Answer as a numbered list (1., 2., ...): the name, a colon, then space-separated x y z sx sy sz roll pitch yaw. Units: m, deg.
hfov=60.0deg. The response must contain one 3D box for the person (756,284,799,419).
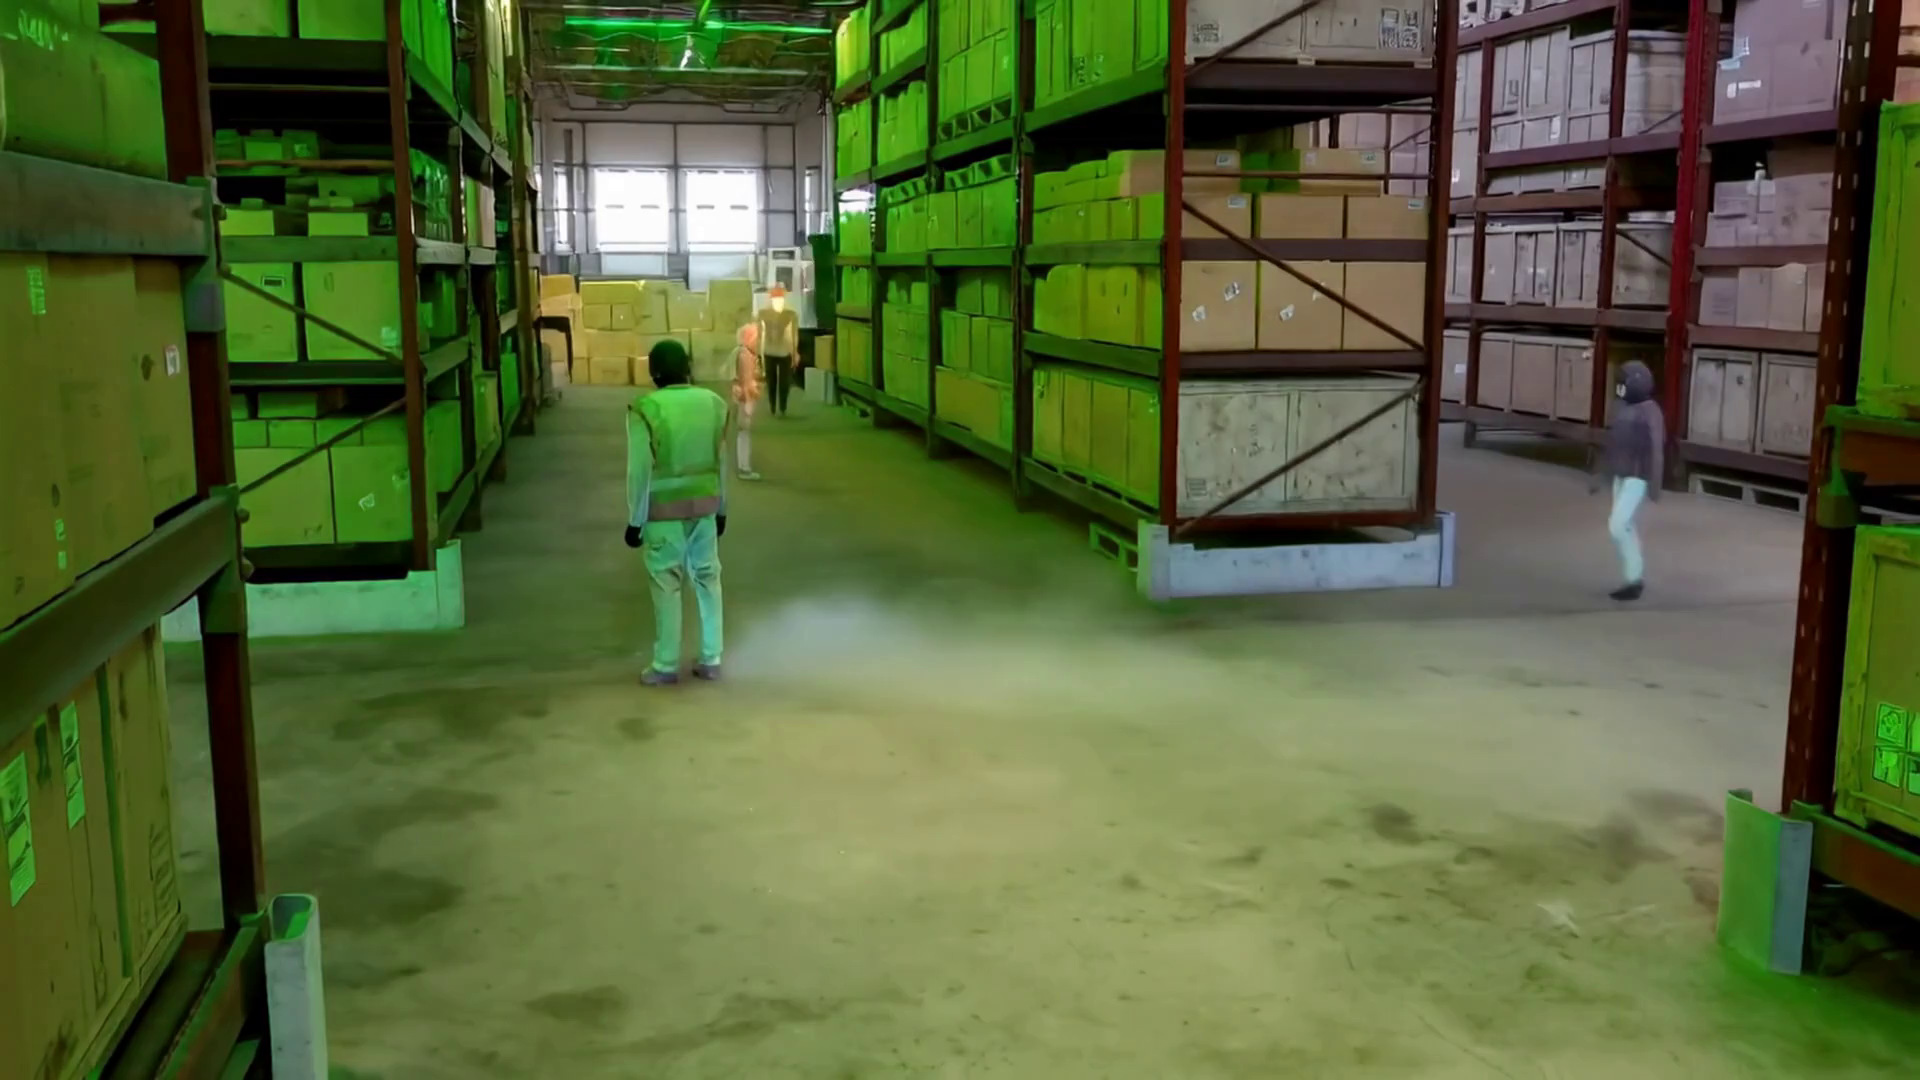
1. person: -2.688 -2.771 24.487 0.628 1.977 0.675 -1 9 -8

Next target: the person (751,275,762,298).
1. person: -7.671 -9.105 63.262 0.568 1.914 0.577 3 10 19

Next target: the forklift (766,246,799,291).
1. forklift: -5.169 -7.188 48.636 1.129 2.768 1.873 -3 10 -19

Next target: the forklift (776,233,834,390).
1. forklift: -2.451 -4.166 30.214 1.873 2.768 1.129 -3 10 -18

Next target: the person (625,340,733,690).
1. person: -1.503 -0.131 8.805 0.619 1.838 0.430 -8 12 -41

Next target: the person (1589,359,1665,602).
1. person: 4.415 -0.383 11.014 0.456 1.618 0.500 -1 9 -7

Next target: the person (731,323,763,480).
1. person: -2.242 -1.450 17.442 0.314 1.637 0.514 -2 9 -9

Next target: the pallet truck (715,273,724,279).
1. pallet truck: -8.580 -8.986 62.280 1.885 1.965 0.823 1 9 5
